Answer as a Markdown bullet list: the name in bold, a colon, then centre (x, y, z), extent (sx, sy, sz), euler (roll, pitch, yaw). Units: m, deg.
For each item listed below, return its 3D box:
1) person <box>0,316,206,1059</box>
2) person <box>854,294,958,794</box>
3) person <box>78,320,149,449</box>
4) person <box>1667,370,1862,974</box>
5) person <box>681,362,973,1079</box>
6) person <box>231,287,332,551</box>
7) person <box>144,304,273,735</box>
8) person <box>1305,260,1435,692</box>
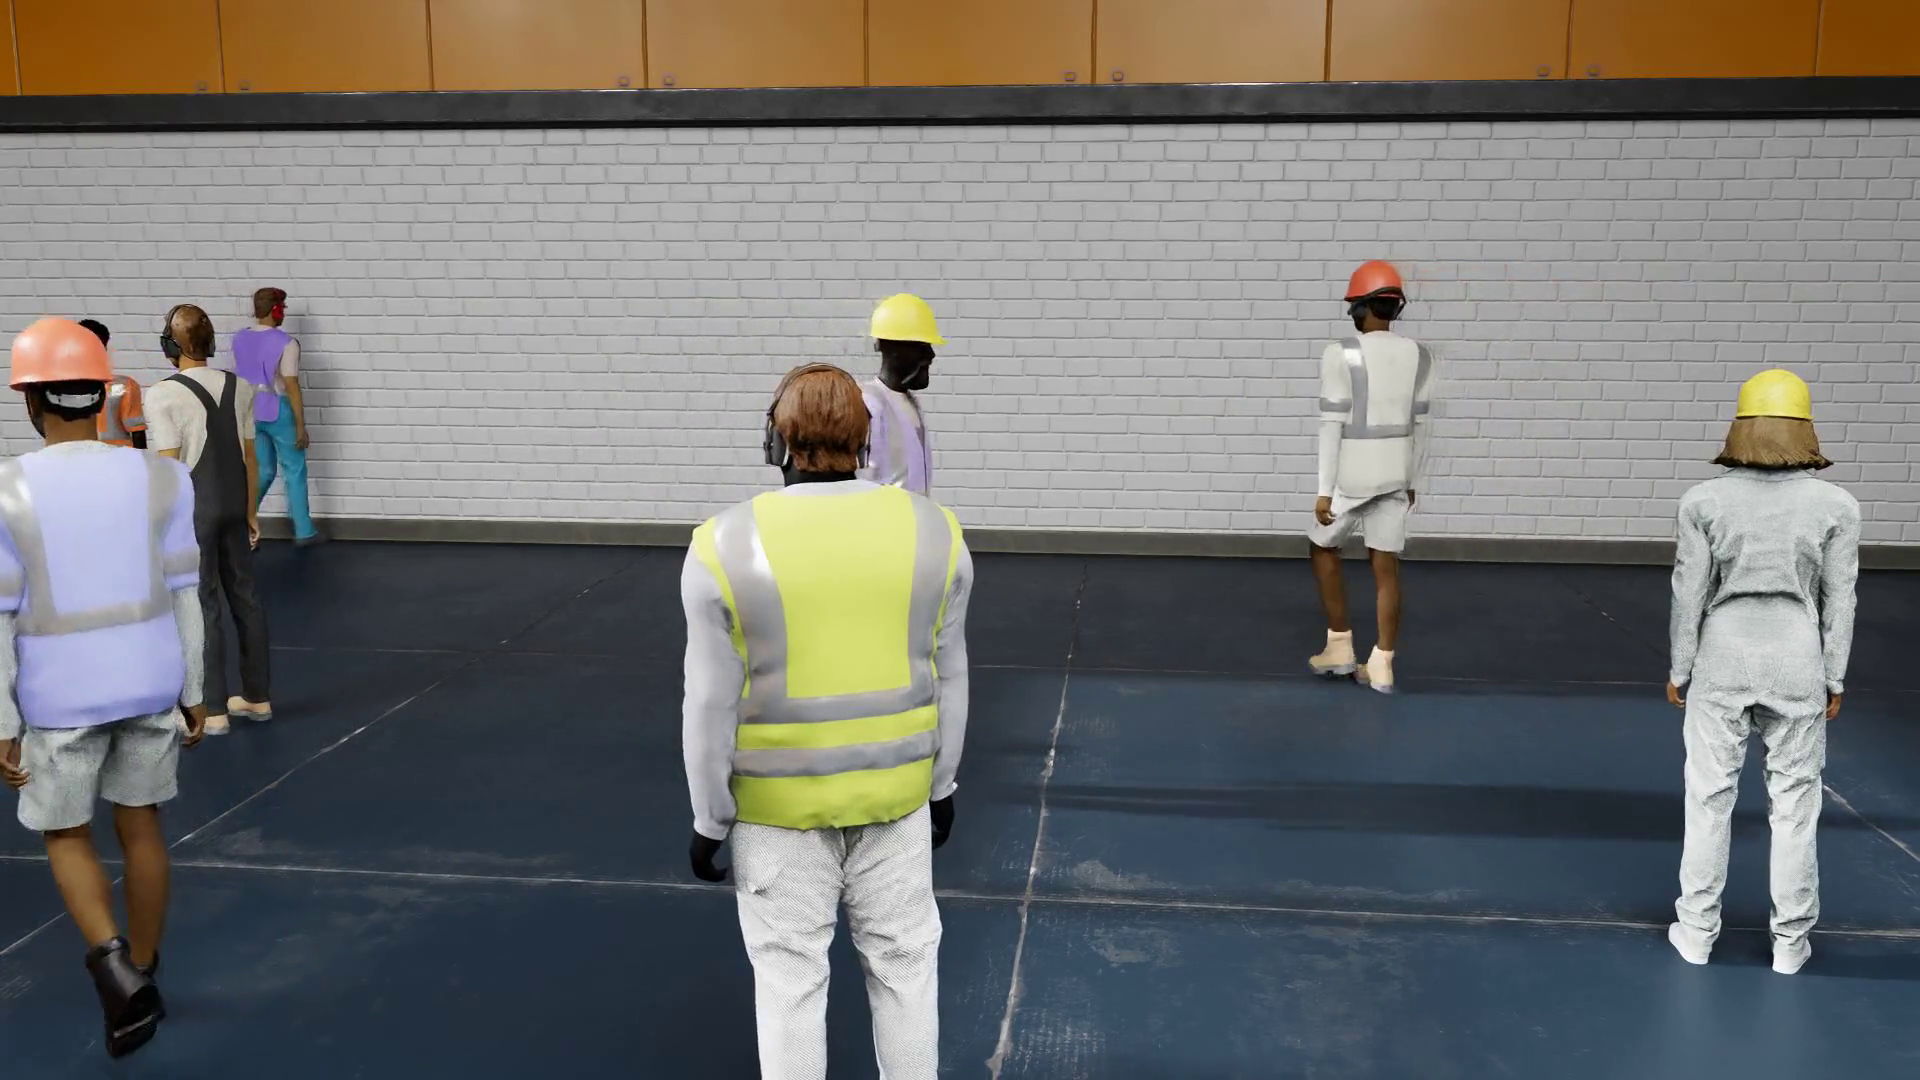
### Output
- **person**: centre (-2.178, 0.395, 4.236), extent (0.546, 1.916, 0.633), euler (-8, 13, -40)
- **person**: centre (-0.281, 0.038, 6.251), extent (0.489, 1.912, 0.611), euler (3, 10, 15)
- **person**: centre (-4.737, -0.354, 9.152), extent (0.555, 1.699, 0.384), euler (-1, 10, -8)
- **person**: centre (2.295, 0.382, 4.802), extent (0.483, 1.736, 0.311), euler (4, 11, 20)
- **person**: centre (-0.285, 0.546, 3.554), extent (0.624, 1.845, 0.430), euler (-4, 11, -20)
- **person**: centre (-4.744, -0.827, 11.467), extent (0.605, 1.825, 0.694), euler (4, 11, 23)
- **person**: centre (-3.239, -0.085, 7.157), extent (0.336, 1.844, 0.508), euler (5, 11, 28)
- **person**: centre (1.908, -0.304, 7.904), extent (0.635, 2.018, 0.638), euler (-4, 11, -20)
